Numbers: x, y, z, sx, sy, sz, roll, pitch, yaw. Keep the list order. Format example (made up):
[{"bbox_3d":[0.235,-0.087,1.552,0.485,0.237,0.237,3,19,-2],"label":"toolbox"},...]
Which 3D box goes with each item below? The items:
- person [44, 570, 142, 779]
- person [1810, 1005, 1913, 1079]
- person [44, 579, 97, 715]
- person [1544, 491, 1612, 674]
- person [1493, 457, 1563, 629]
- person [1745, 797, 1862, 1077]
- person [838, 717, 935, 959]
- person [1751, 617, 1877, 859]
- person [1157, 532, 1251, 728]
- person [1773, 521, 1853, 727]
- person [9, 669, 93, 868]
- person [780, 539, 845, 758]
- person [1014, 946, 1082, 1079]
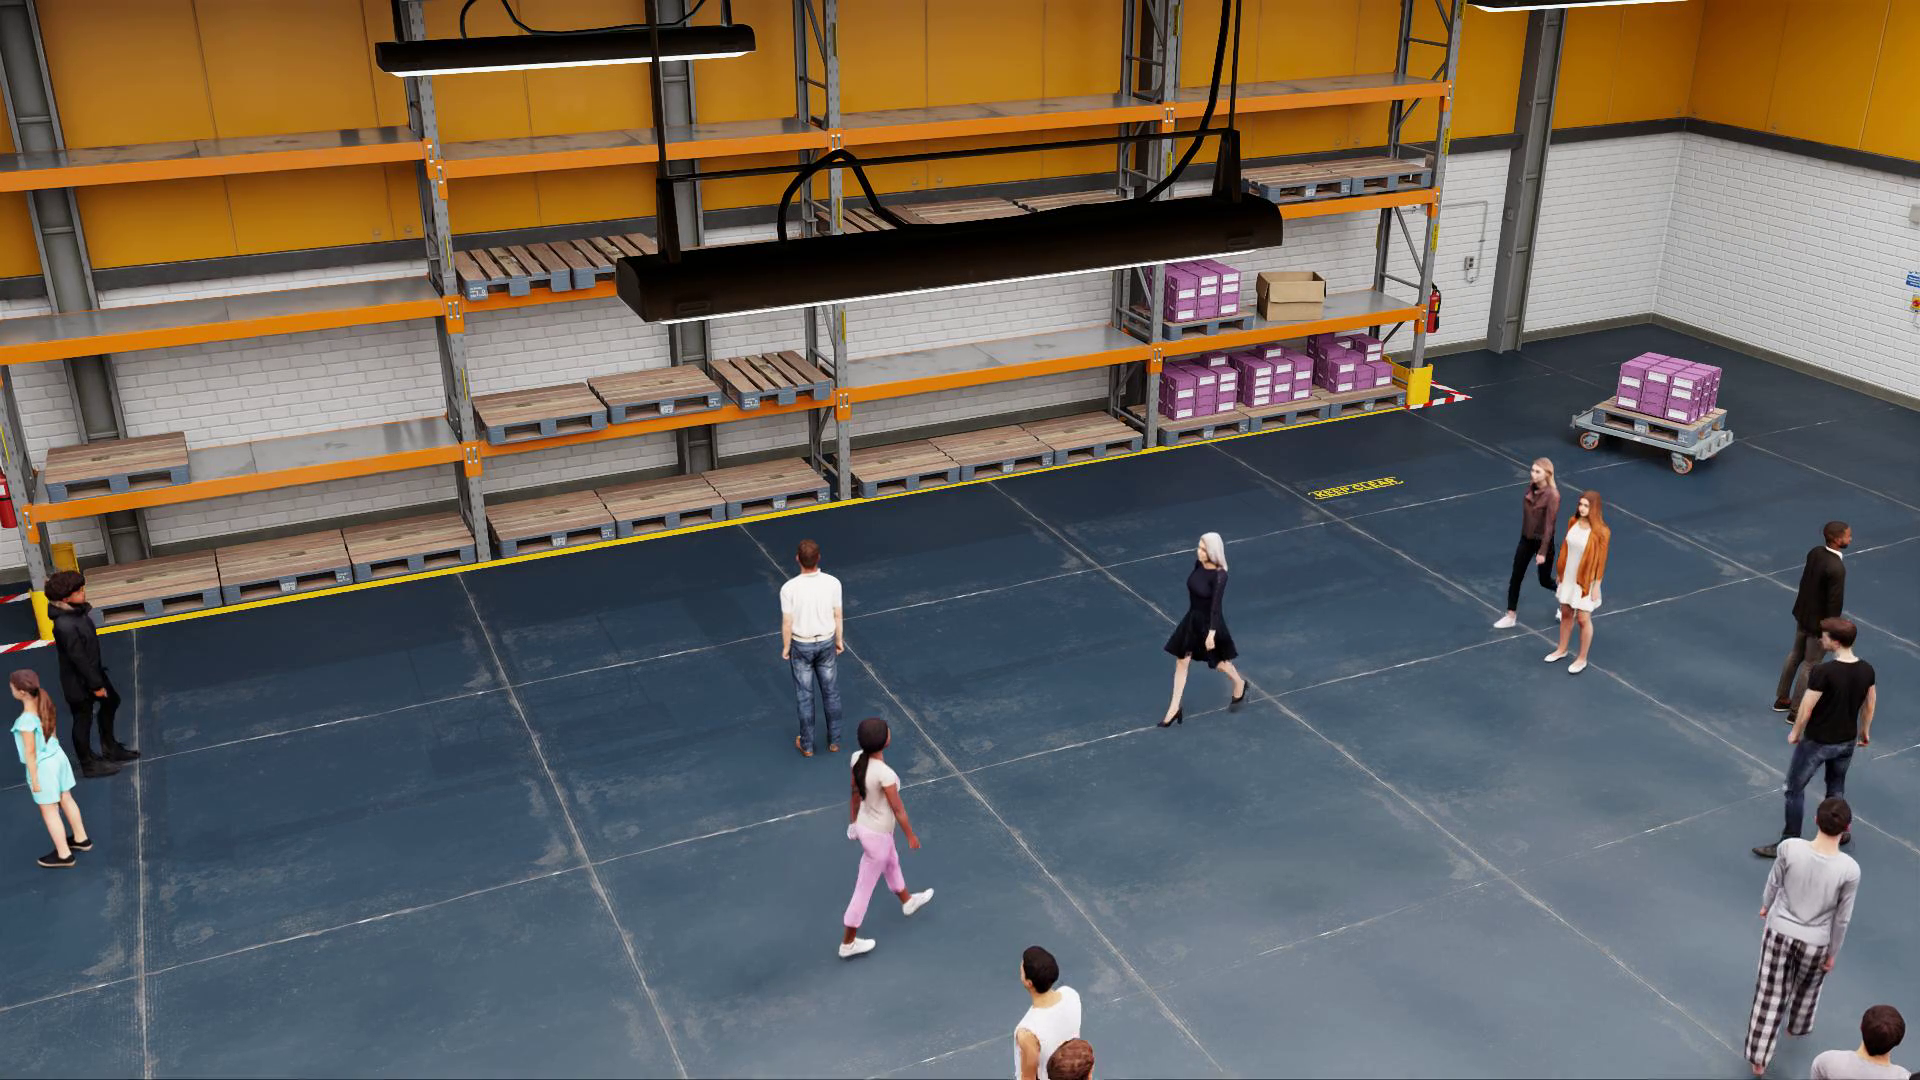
[{"bbox_3d":[-6.969,1.071,13.039,0.673,1.760,0.665,-8,25,-17],"label":"person"},{"bbox_3d":[4.435,3.094,8.310,0.731,1.842,0.739,13,27,28],"label":"person"},{"bbox_3d":[-7.557,0.844,14.146,0.574,1.290,0.561,17,29,33],"label":"person"},{"bbox_3d":[5.516,0.336,14.773,0.578,1.718,0.613,-13,27,-27],"label":"person"},{"bbox_3d":[5.449,0.041,15.498,1.061,1.678,0.625,-10,26,-22],"label":"person"},{"bbox_3d":[4.982,2.405,9.913,0.954,1.820,1.114,14,27,29],"label":"person"},{"bbox_3d":[-0.637,1.997,10.989,1.090,1.707,0.685,-14,27,-28],"label":"person"},{"bbox_3d":[6.342,1.450,12.029,0.687,1.875,1.113,0,24,0],"label":"person"},{"bbox_3d":[2.108,0.747,13.853,1.145,1.702,0.581,-11,26,-24],"label":"person"},{"bbox_3d":[7.147,0.677,13.893,0.701,1.799,0.734,0,24,0],"label":"person"},{"bbox_3d":[-6.599,1.629,12.015,0.670,1.558,0.637,1,24,3],"label":"person"},{"bbox_3d":[-1.184,0.864,13.397,0.523,1.854,0.744,-8,25,-18],"label":"person"},{"bbox_3d":[0.527,2.968,8.714,1.168,1.749,0.984,-21,31,-40],"label":"person"}]
